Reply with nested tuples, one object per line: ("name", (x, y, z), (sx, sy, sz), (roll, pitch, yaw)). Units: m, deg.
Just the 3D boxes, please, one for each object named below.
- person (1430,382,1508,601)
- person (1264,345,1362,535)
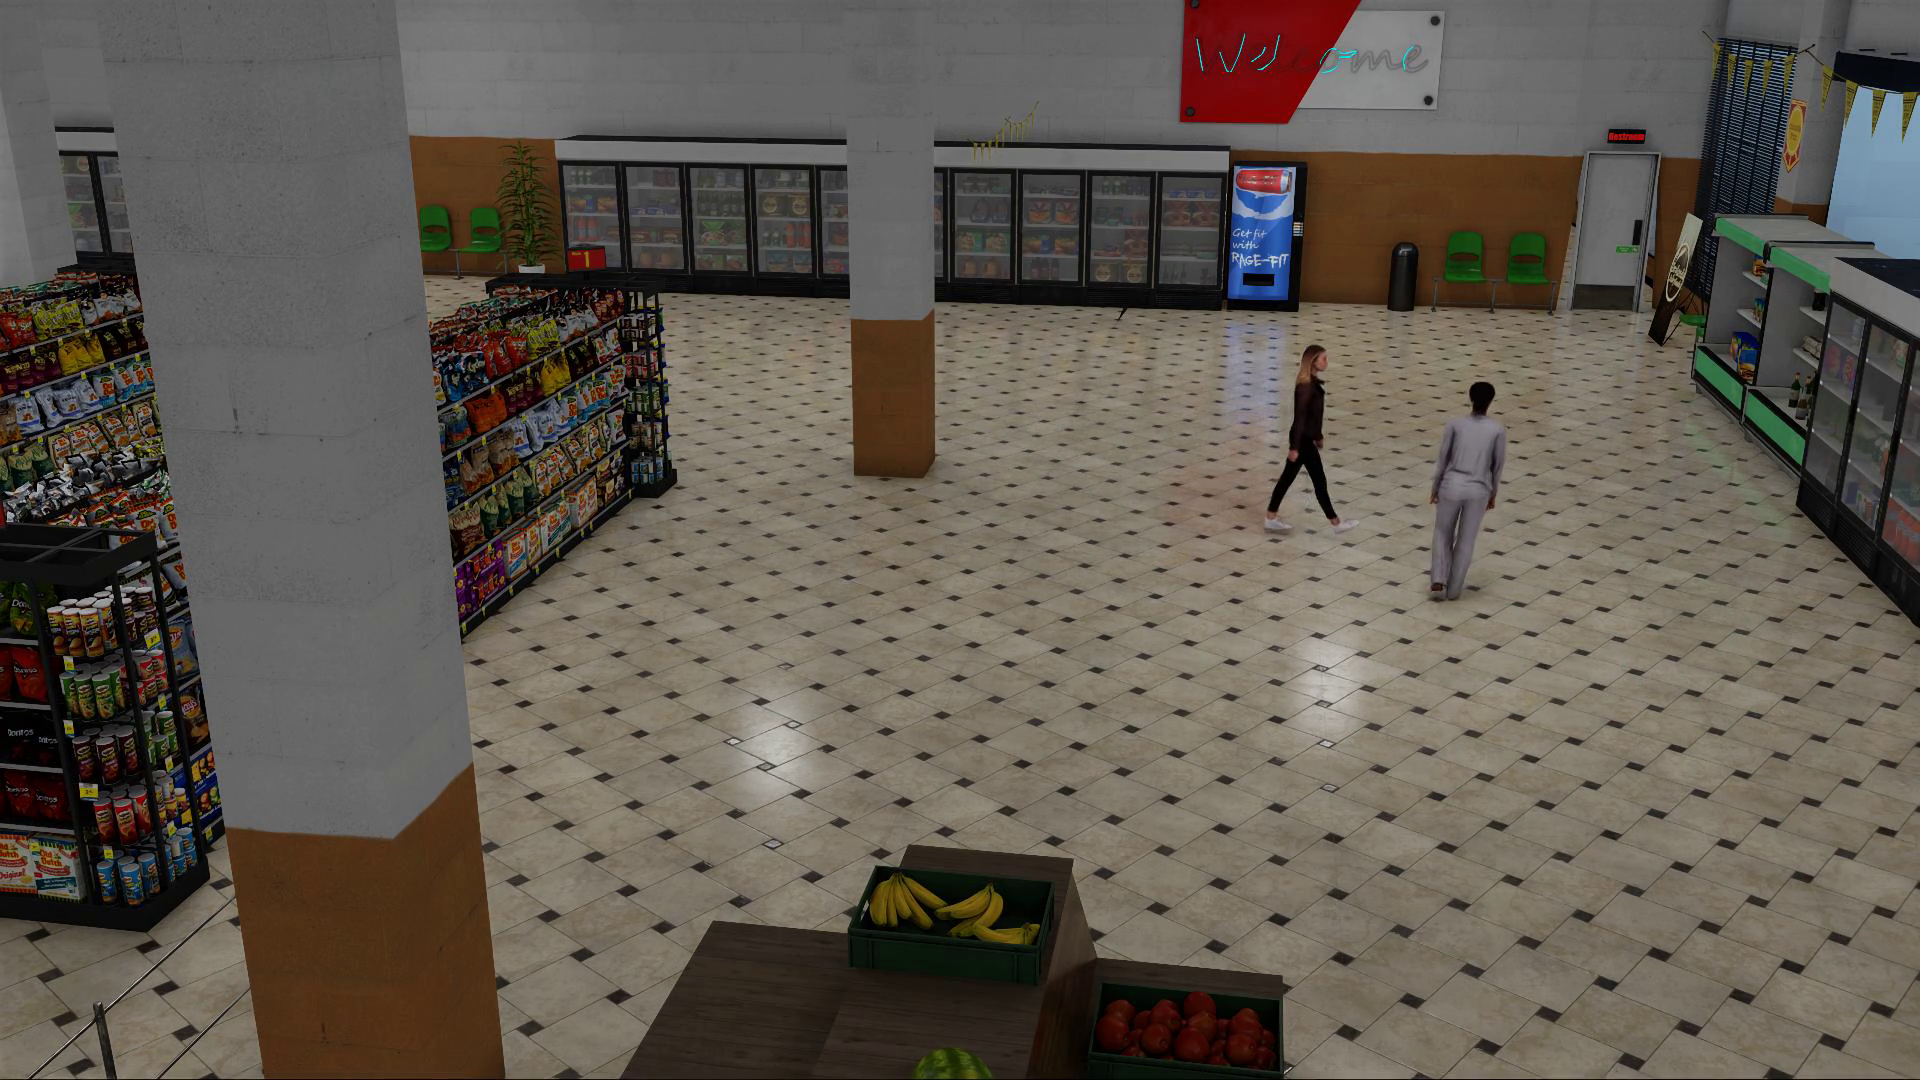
("person", (3.891, -0.342, 12.829), (0.732, 1.713, 0.727), (6, 20, 18))
("person", (2.885, -0.838, 14.379), (0.755, 1.662, 1.018), (5, 19, 15))
